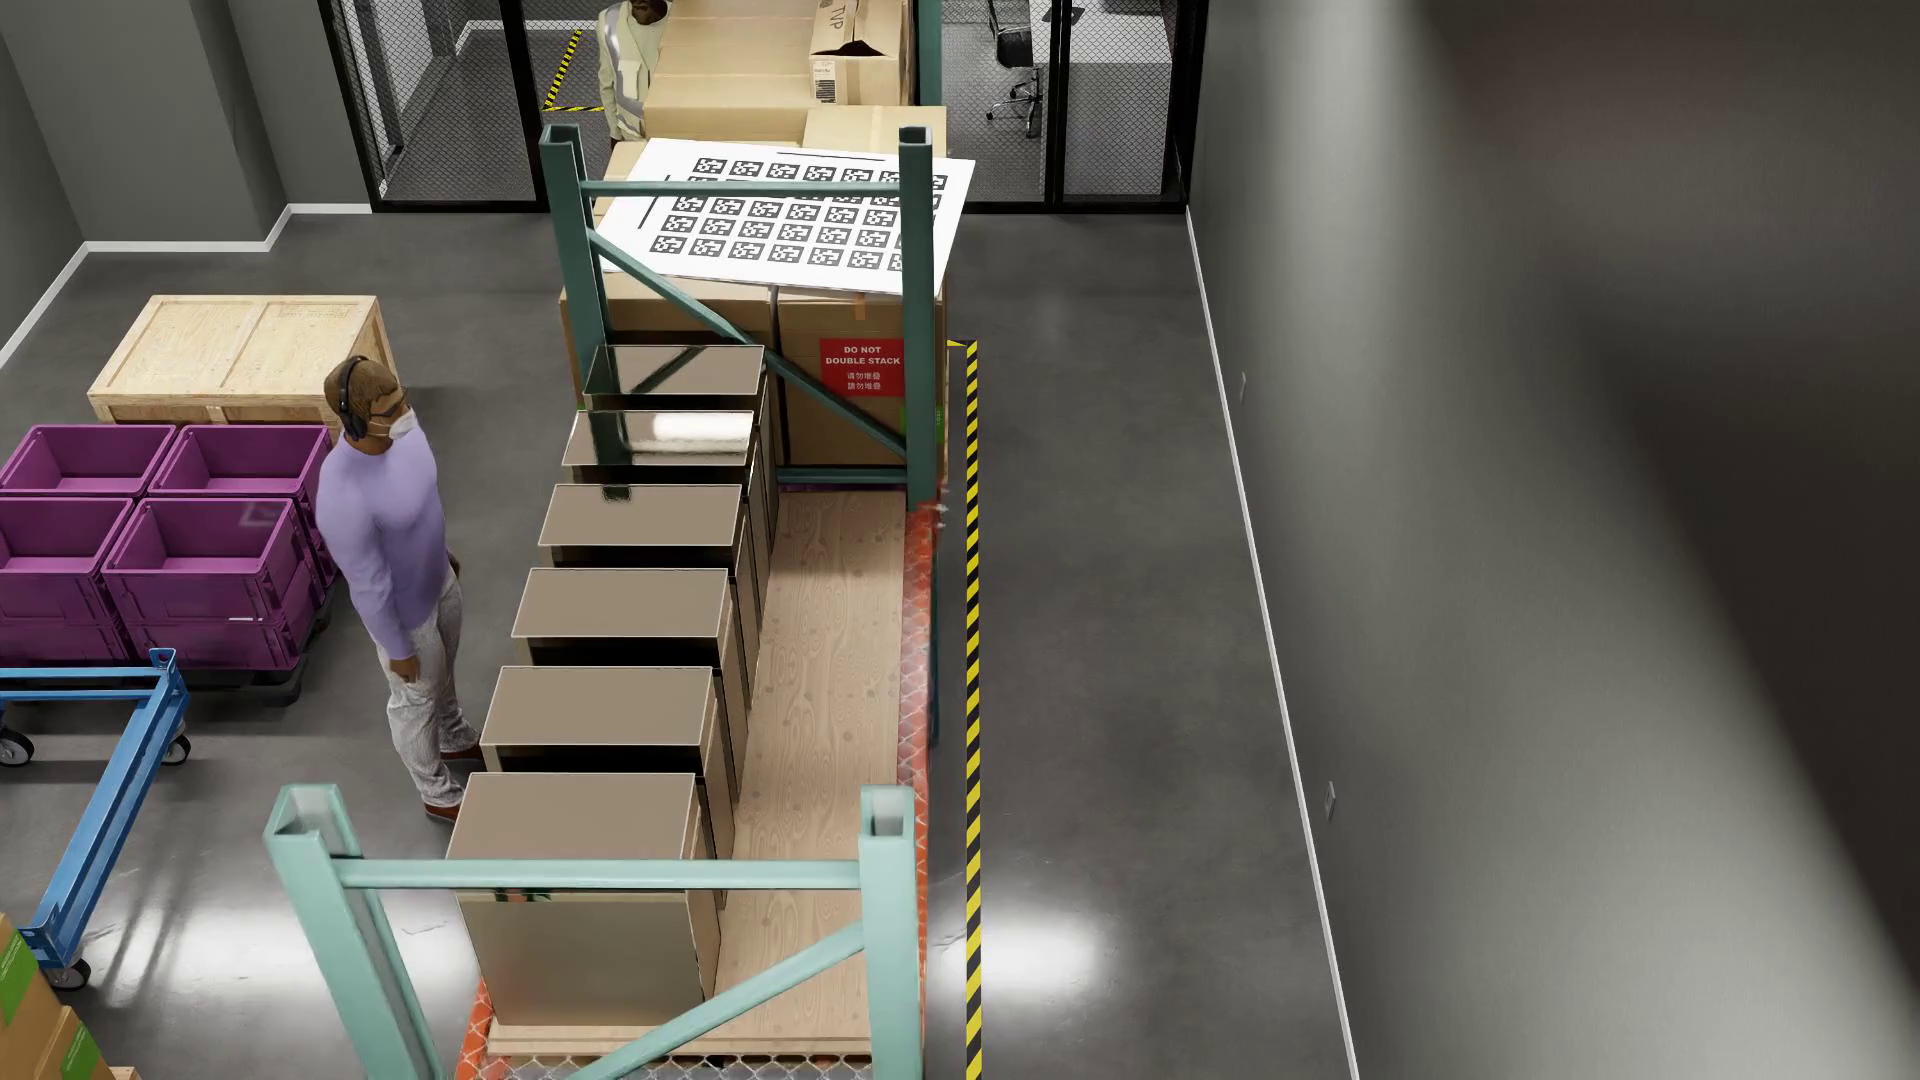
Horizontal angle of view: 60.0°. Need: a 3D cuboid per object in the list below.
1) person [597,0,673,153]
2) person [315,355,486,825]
[{"bbox_3d":[-1.488,-2.072,8.333,0.589,1.835,0.404,1,41,2],"label":"person"},{"bbox_3d":[-1.859,0.188,5.671,0.377,1.940,0.628,1,41,2],"label":"person"}]
